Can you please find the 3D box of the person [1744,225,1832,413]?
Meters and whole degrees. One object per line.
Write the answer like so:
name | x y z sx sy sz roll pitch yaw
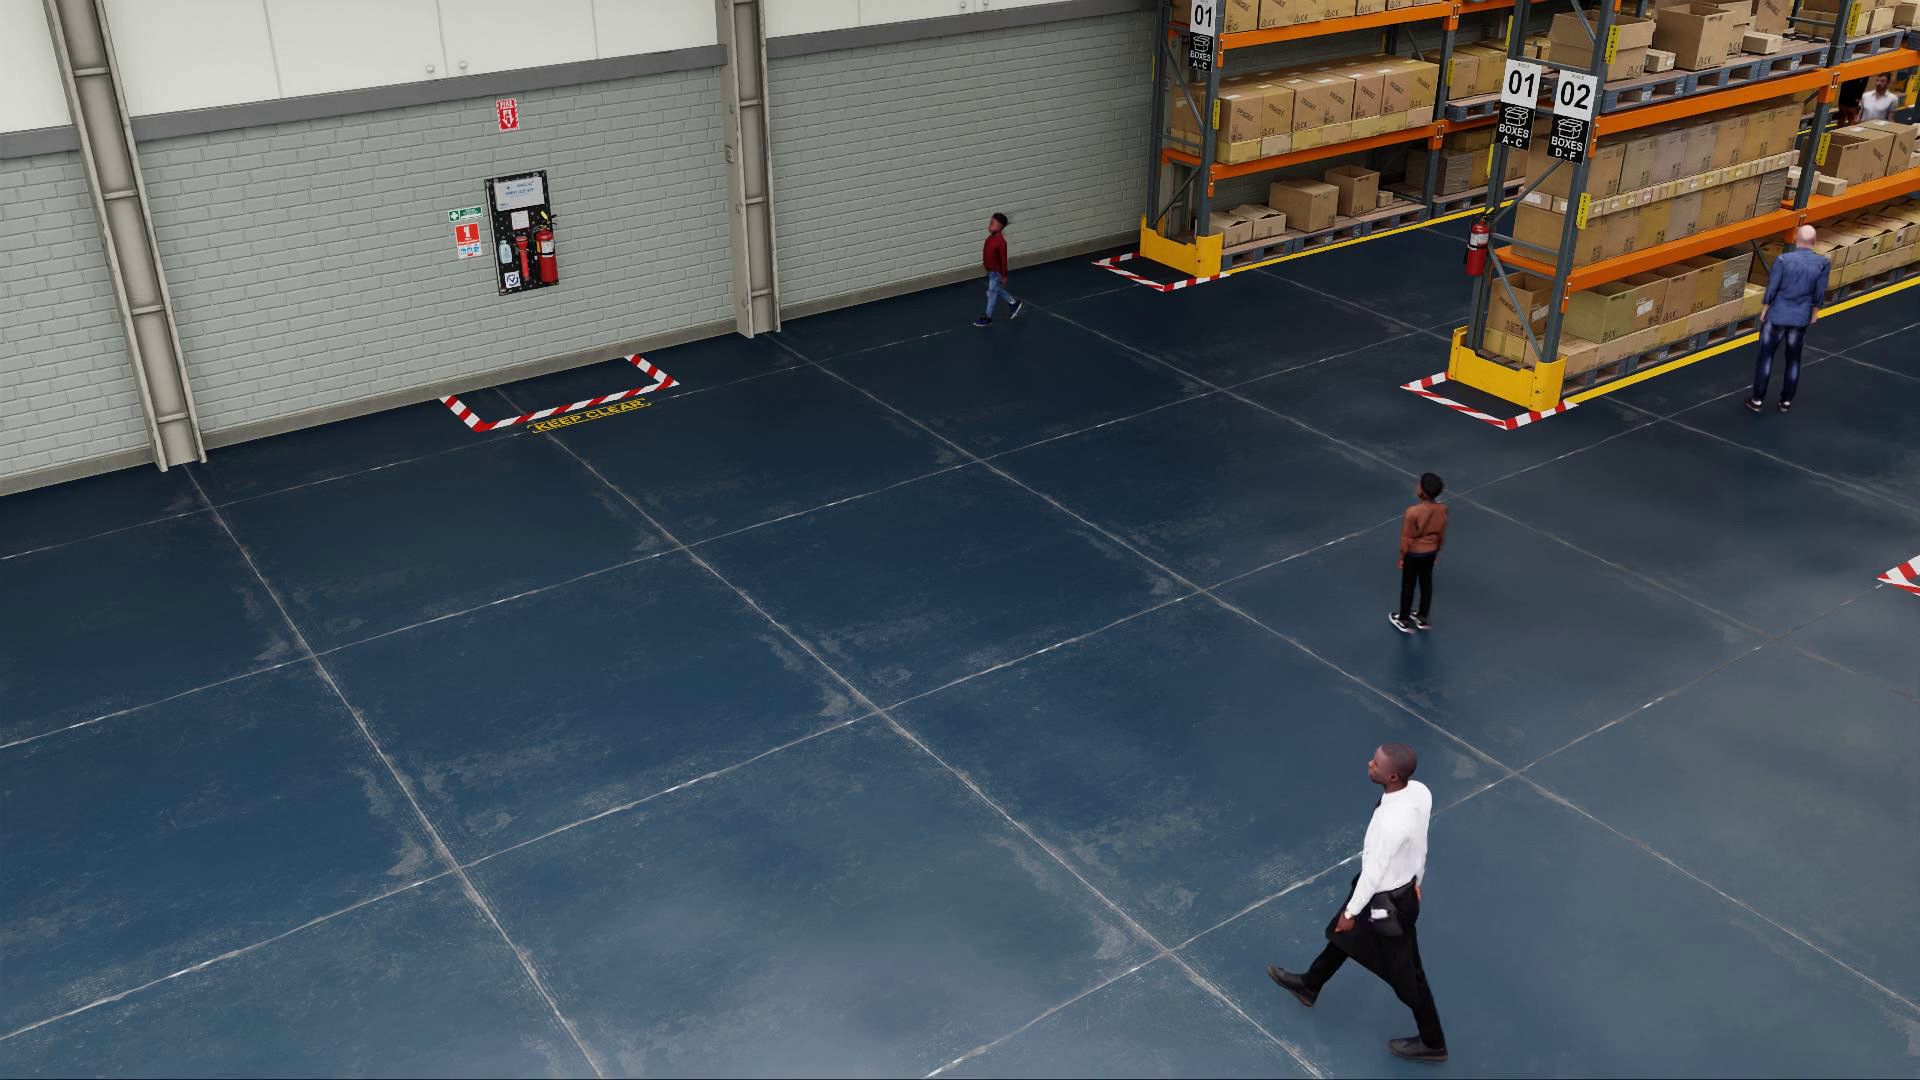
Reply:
person | 7.918 -2.118 15.917 0.780 1.824 0.850 4 27 7

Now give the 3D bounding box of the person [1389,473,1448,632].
person | 3.391 0.086 12.260 0.474 1.253 0.612 -10 29 -19

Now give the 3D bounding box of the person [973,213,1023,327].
person | 0.446 -2.974 18.213 0.883 1.242 0.634 -10 29 -19

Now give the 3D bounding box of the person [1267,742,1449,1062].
person | 2.215 1.845 8.260 1.116 1.787 1.257 13 30 24

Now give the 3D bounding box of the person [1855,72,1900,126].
person | 12.154 -5.317 22.135 0.769 1.818 1.067 24 36 38
